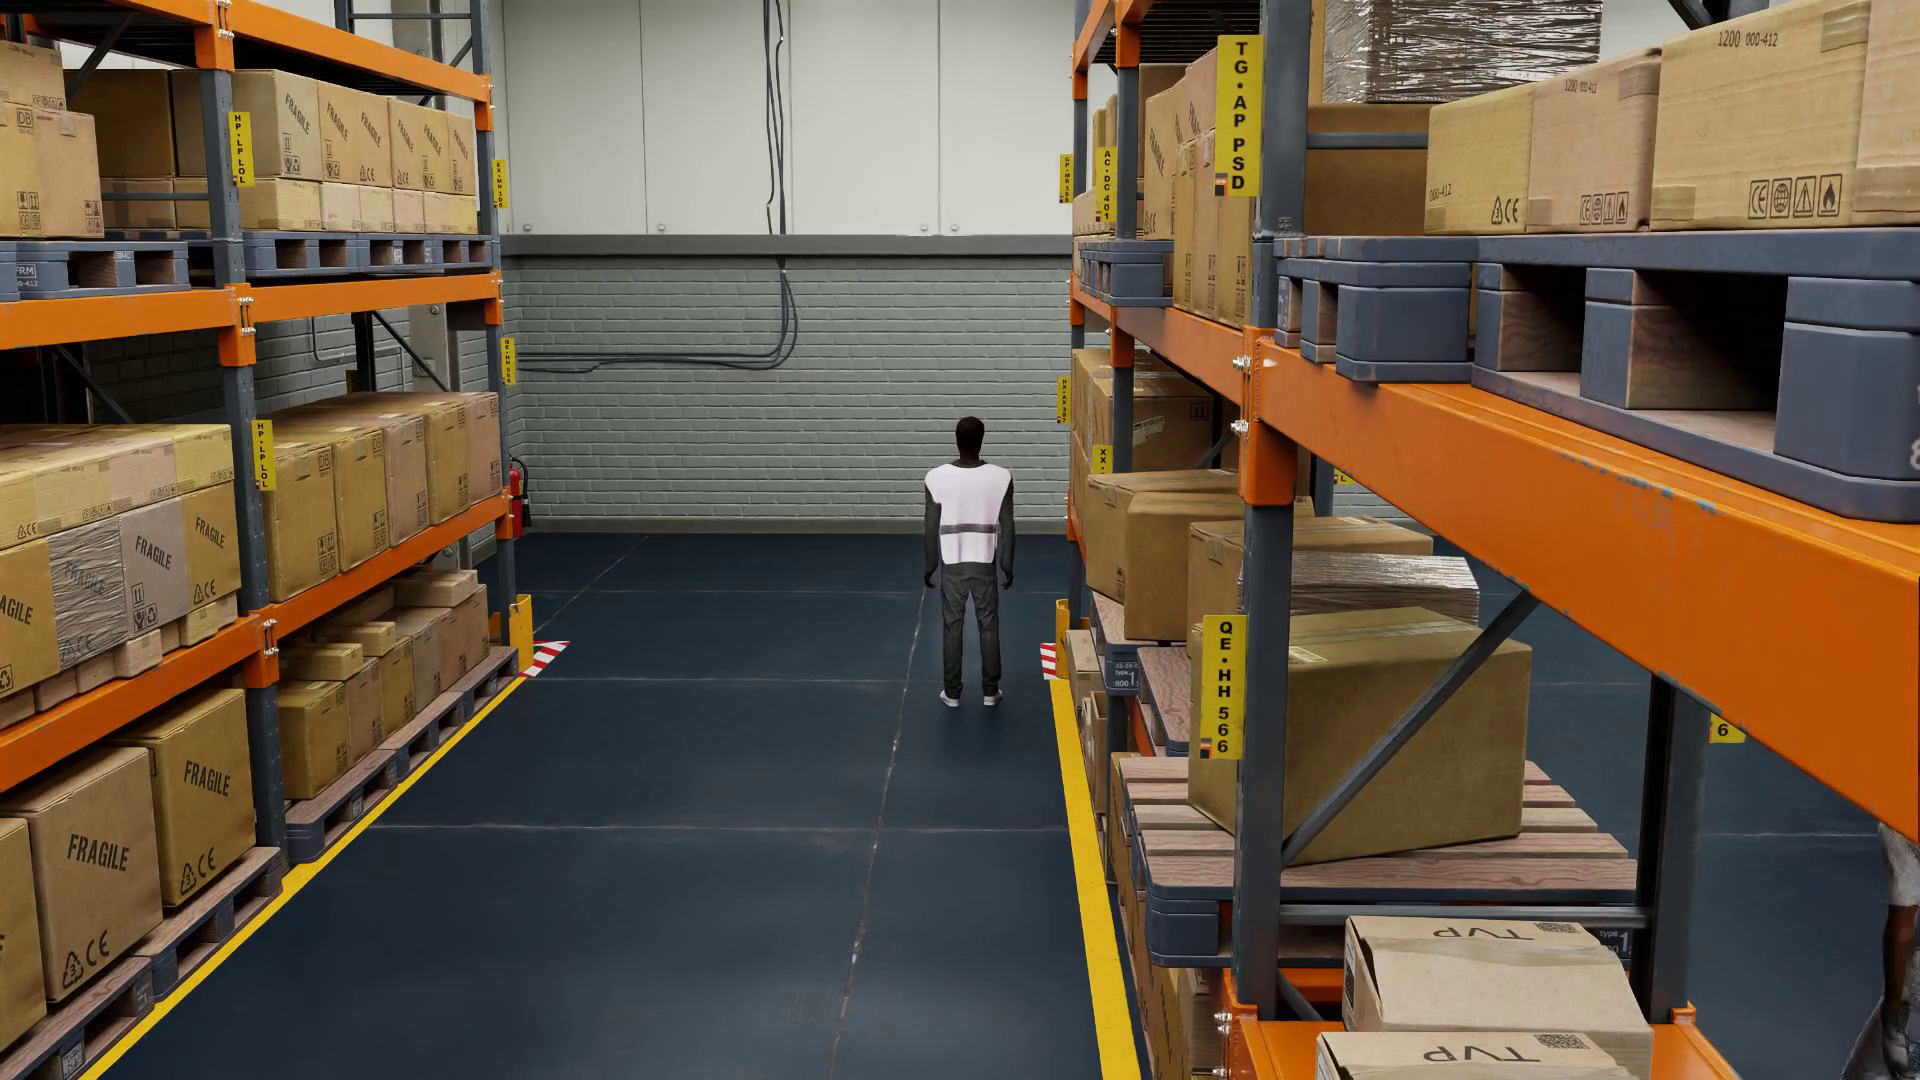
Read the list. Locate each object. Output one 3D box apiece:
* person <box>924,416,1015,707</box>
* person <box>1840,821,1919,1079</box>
[{"bbox_3d":[0.062,0.149,10.927,0.599,1.917,0.376,-1,10,-3],"label":"person"},{"bbox_3d":[2.783,1.282,4.822,0.519,1.823,0.968,-1,10,-6],"label":"person"}]
